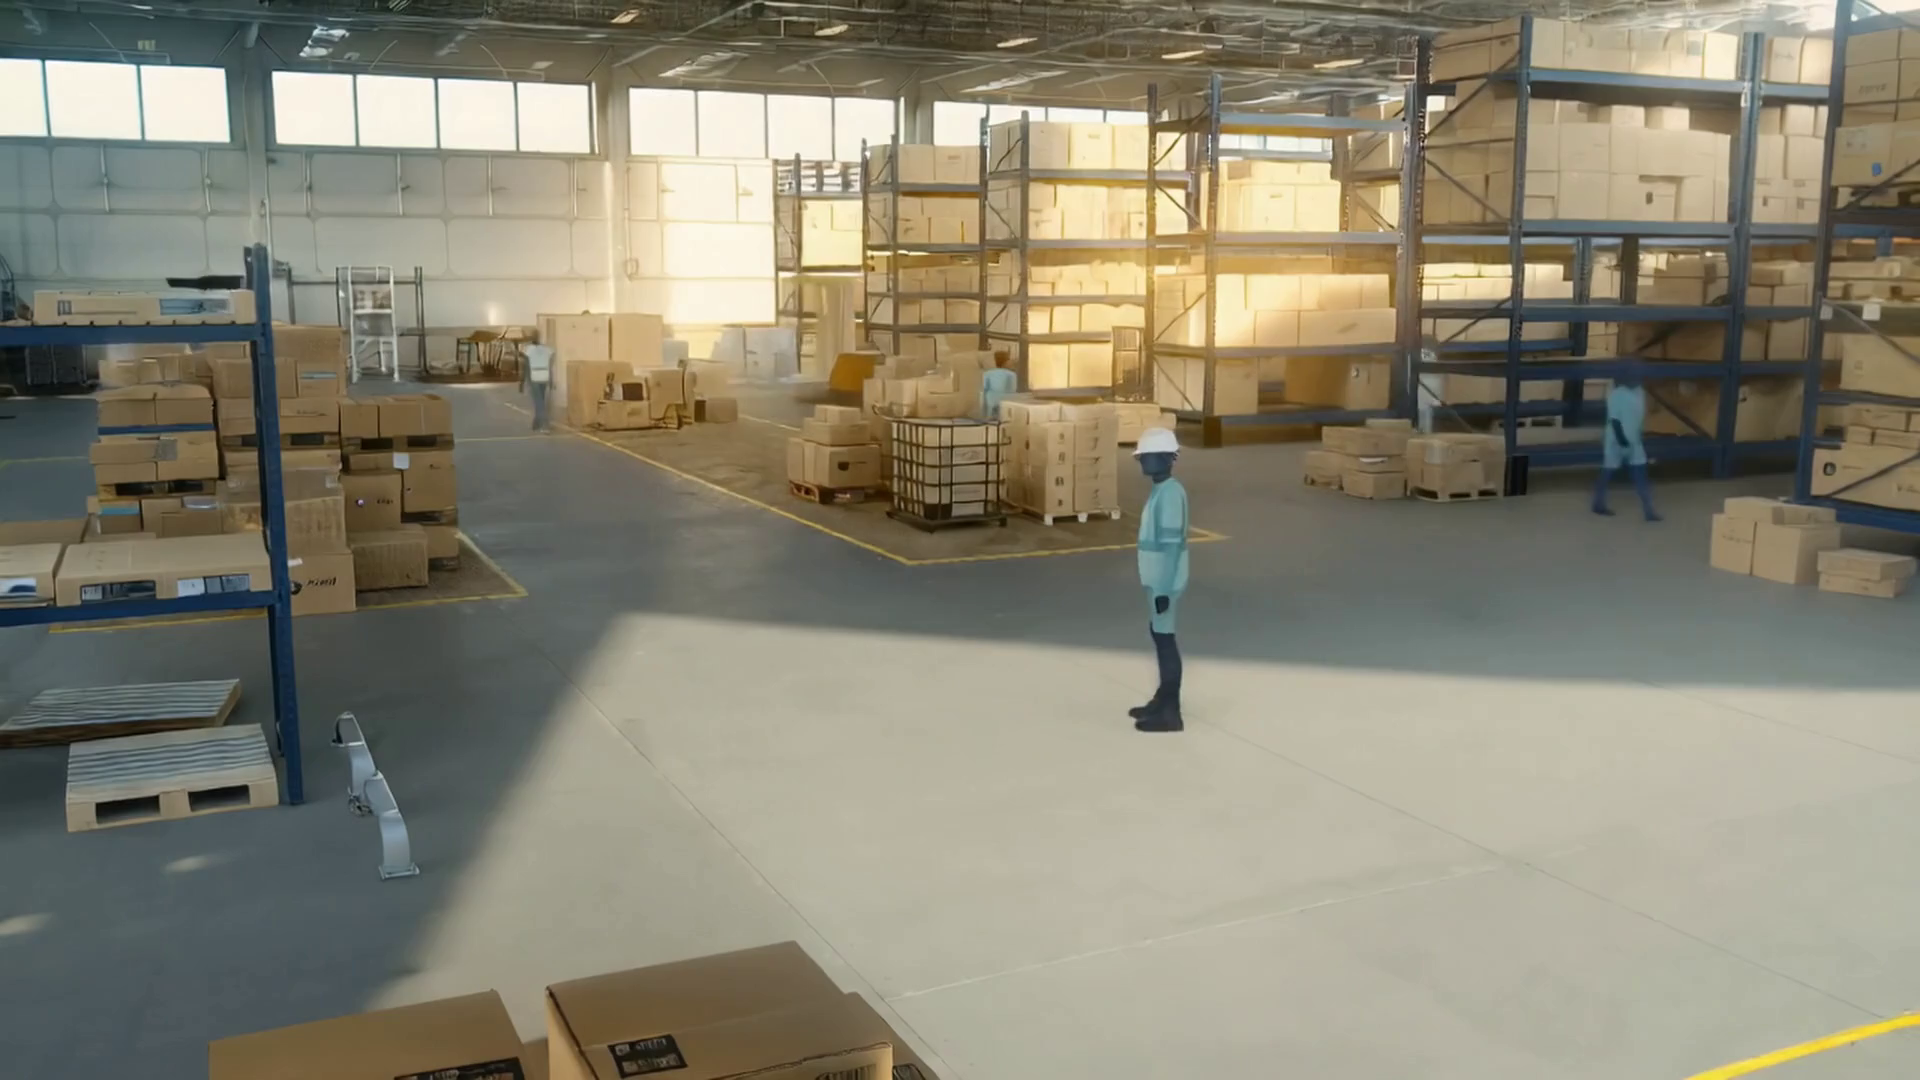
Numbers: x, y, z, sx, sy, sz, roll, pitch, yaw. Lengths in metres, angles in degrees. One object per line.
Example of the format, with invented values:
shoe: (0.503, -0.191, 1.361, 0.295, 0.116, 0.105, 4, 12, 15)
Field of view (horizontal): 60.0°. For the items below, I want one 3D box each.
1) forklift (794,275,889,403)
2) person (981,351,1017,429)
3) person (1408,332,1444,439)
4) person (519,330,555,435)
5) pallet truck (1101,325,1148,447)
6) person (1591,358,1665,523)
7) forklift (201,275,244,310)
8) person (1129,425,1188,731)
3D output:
forklift: (-2.594, -4.463, 36.779, 1.873, 2.768, 1.129, 3, 10, 20)
person: (0.630, -2.111, 25.948, 0.540, 1.667, 0.804, -1, 9, -9)
person: (7.668, -2.443, 27.230, 0.854, 1.906, 0.629, -3, 10, -16)
person: (-7.550, -2.824, 29.777, 0.595, 1.868, 1.012, -8, 12, -42)
pallet truck: (2.881, -2.596, 27.923, 0.823, 1.965, 1.885, -1, 9, -7)
person: (7.735, -1.152, 19.270, 0.636, 1.903, 0.971, -4, 10, -26)
forklift: (-16.413, -4.535, 37.226, 1.129, 2.768, 1.873, 4, 10, 24)
person: (1.246, 0.240, 10.518, 0.373, 1.934, 0.551, 0, 9, 0)
